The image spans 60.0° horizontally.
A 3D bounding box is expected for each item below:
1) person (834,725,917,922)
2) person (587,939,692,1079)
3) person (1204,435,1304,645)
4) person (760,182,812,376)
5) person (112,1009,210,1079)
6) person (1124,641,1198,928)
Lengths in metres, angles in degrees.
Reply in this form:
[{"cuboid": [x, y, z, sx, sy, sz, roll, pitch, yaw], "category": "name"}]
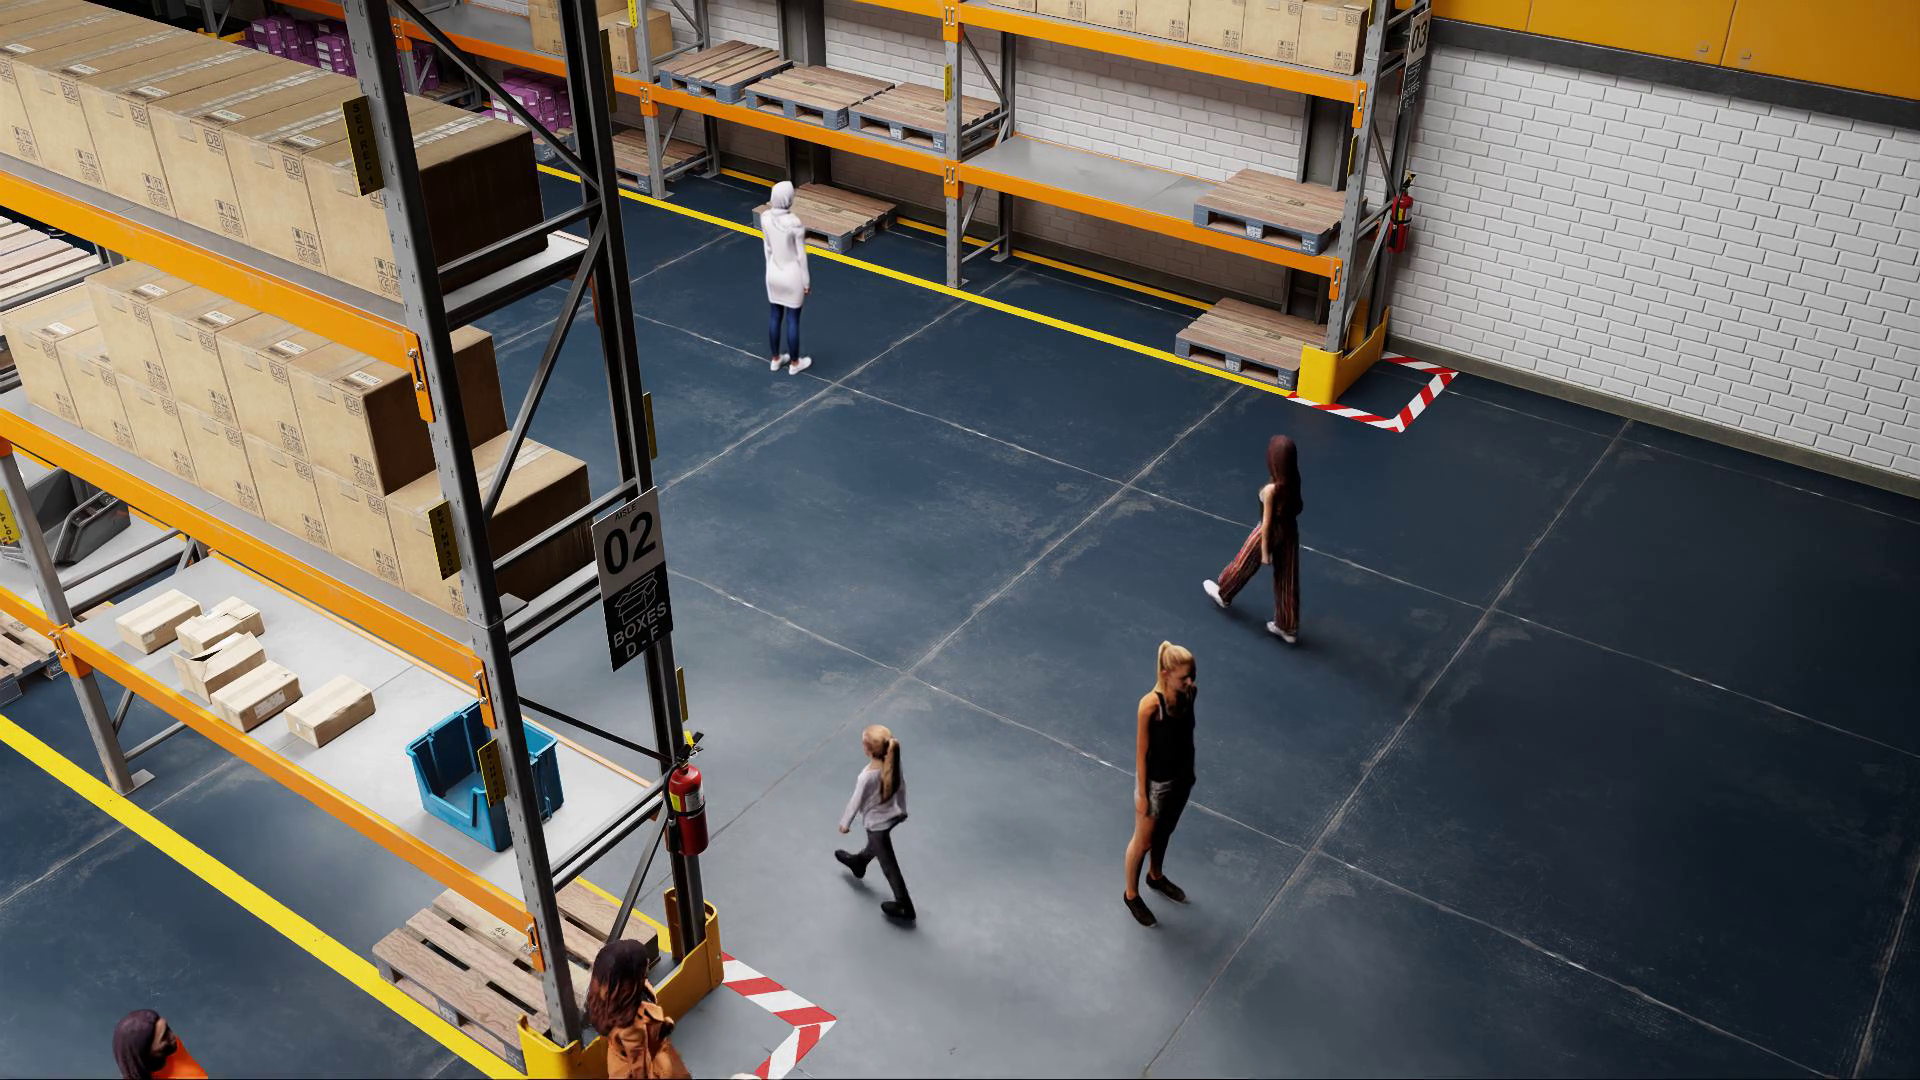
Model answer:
[{"cuboid": [-0.384, 1.587, 9.207, 0.860, 1.250, 0.493, 21, 39, 28], "category": "person"}, {"cuboid": [-1.527, 2.453, 7.485, 0.988, 1.713, 0.949, -12, 35, -17], "category": "person"}, {"cuboid": [2.212, 0.016, 11.326, 0.704, 1.522, 1.073, -27, 42, -34], "category": "person"}, {"cuboid": [-1.537, -2.285, 14.557, 0.479, 1.776, 0.681, 18, 38, 25], "category": "person"}, {"cuboid": [-3.424, 2.665, 7.150, 1.062, 1.732, 1.008, -6, 34, -9], "category": "person"}, {"cuboid": [1.116, 1.292, 9.114, 0.655, 1.843, 0.593, -27, 42, -34], "category": "person"}]
